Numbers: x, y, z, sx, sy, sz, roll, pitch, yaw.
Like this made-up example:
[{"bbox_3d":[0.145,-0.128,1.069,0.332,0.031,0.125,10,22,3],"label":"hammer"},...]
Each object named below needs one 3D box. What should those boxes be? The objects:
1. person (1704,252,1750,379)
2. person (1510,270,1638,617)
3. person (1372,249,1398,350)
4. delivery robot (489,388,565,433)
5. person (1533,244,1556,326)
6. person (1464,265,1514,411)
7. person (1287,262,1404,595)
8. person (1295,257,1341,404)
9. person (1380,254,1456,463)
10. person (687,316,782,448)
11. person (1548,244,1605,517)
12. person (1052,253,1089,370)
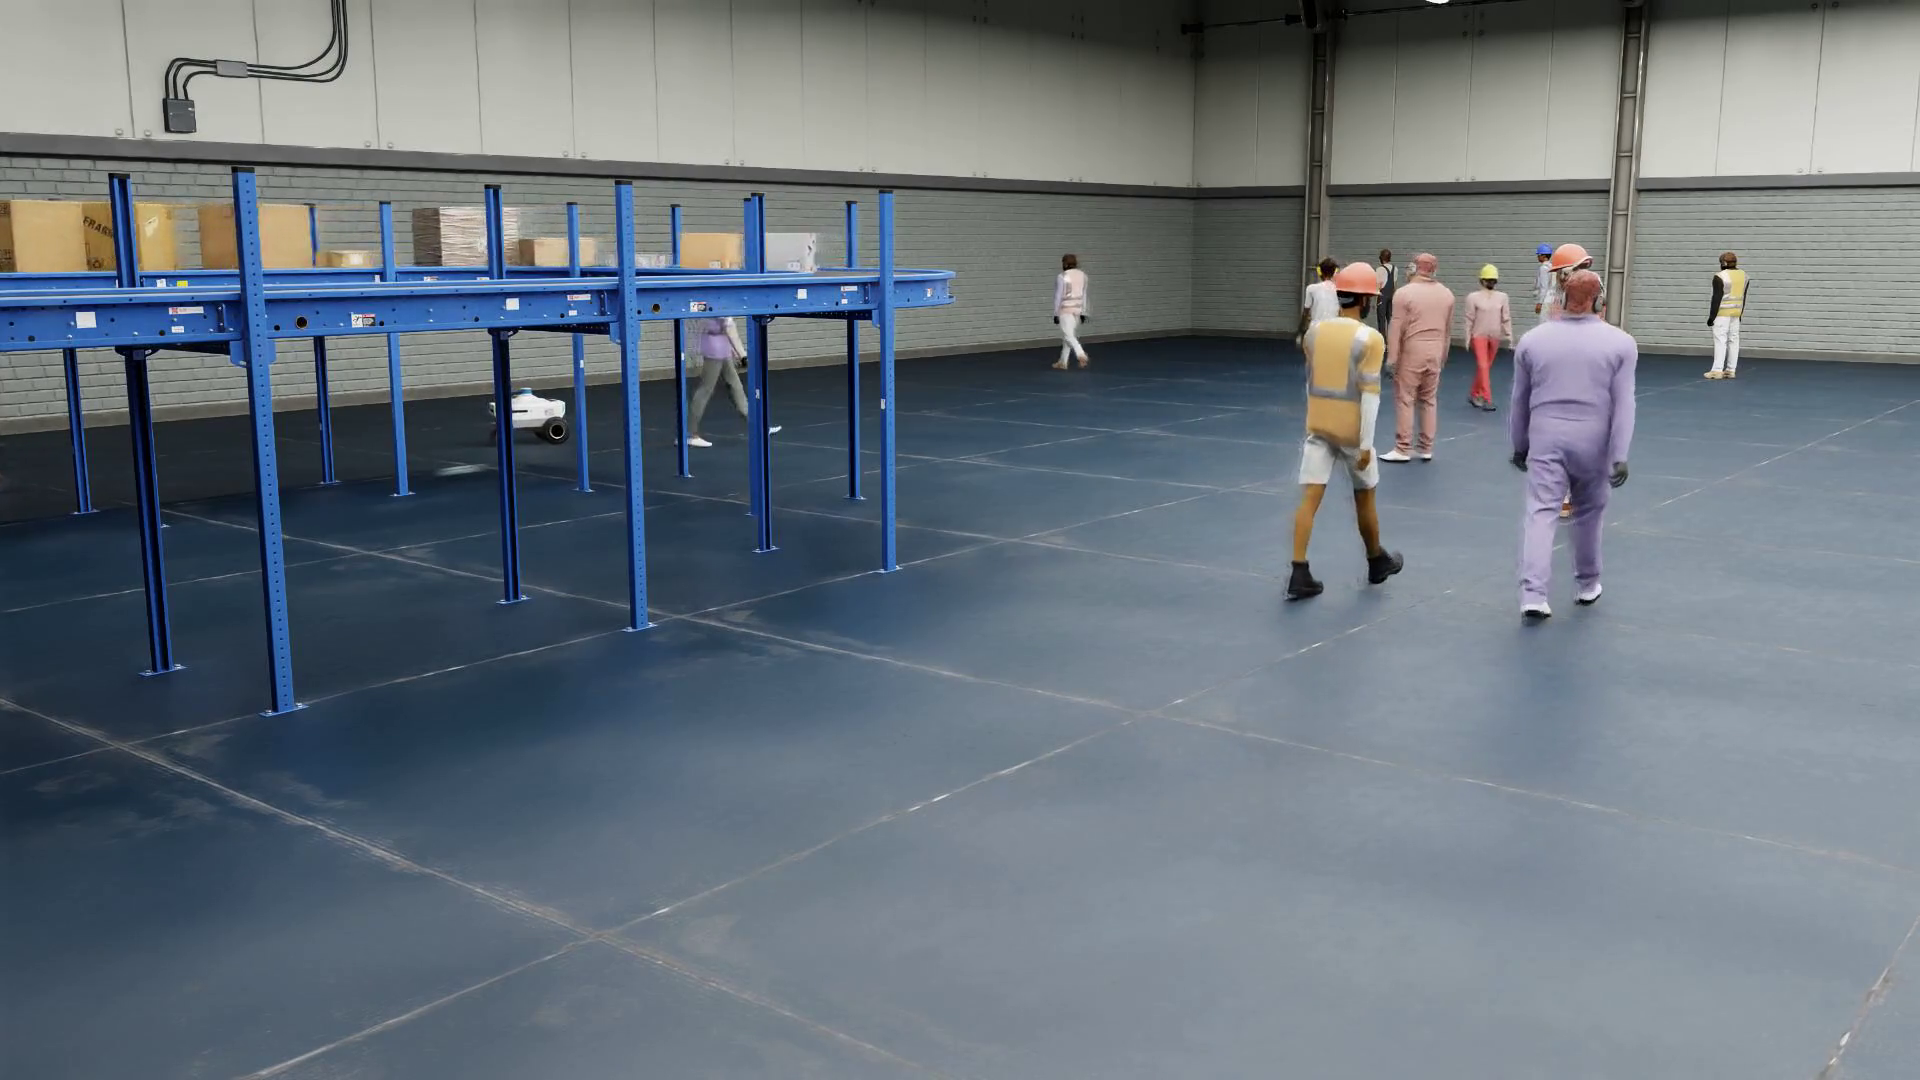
[{"bbox_3d":[11.245,-3.299,24.444,0.621,1.839,0.429,-4,11,-22],"label":"person"},{"bbox_3d":[3.297,-0.520,8.998,0.663,1.857,0.990,6,12,31],"label":"person"},{"bbox_3d":[7.838,-4.433,30.700,0.507,1.847,0.344,-5,12,-28],"label":"person"},{"bbox_3d":[-4.338,-1.280,16.667,0.707,0.478,0.477,-5,12,-27],"label":"delivery robot"},{"bbox_3d":[10.035,-4.103,28.587,0.393,1.949,0.602,6,12,32],"label":"person"},{"bbox_3d":[6.301,-2.429,19.938,0.529,1.726,0.898,-2,10,-10],"label":"person"},{"bbox_3d":[2.216,-0.638,9.566,0.985,1.885,0.569,-10,14,-43],"label":"person"},{"bbox_3d":[4.238,-2.392,19.477,0.512,1.822,0.981,-2,10,-10],"label":"person"},{"bbox_3d":[4.171,-1.648,15.180,0.692,1.882,0.406,-4,11,-22],"label":"person"},{"bbox_3d":[-2.275,-1.841,16.267,1.024,1.866,0.600,-1,10,-8],"label":"person"},{"bbox_3d":[4.484,-1.178,12.274,0.608,1.988,0.387,-9,13,-40],"label":"person"},{"bbox_3d":[1.741,-3.553,25.922,0.632,1.818,0.837,-9,14,-41],"label":"person"}]
